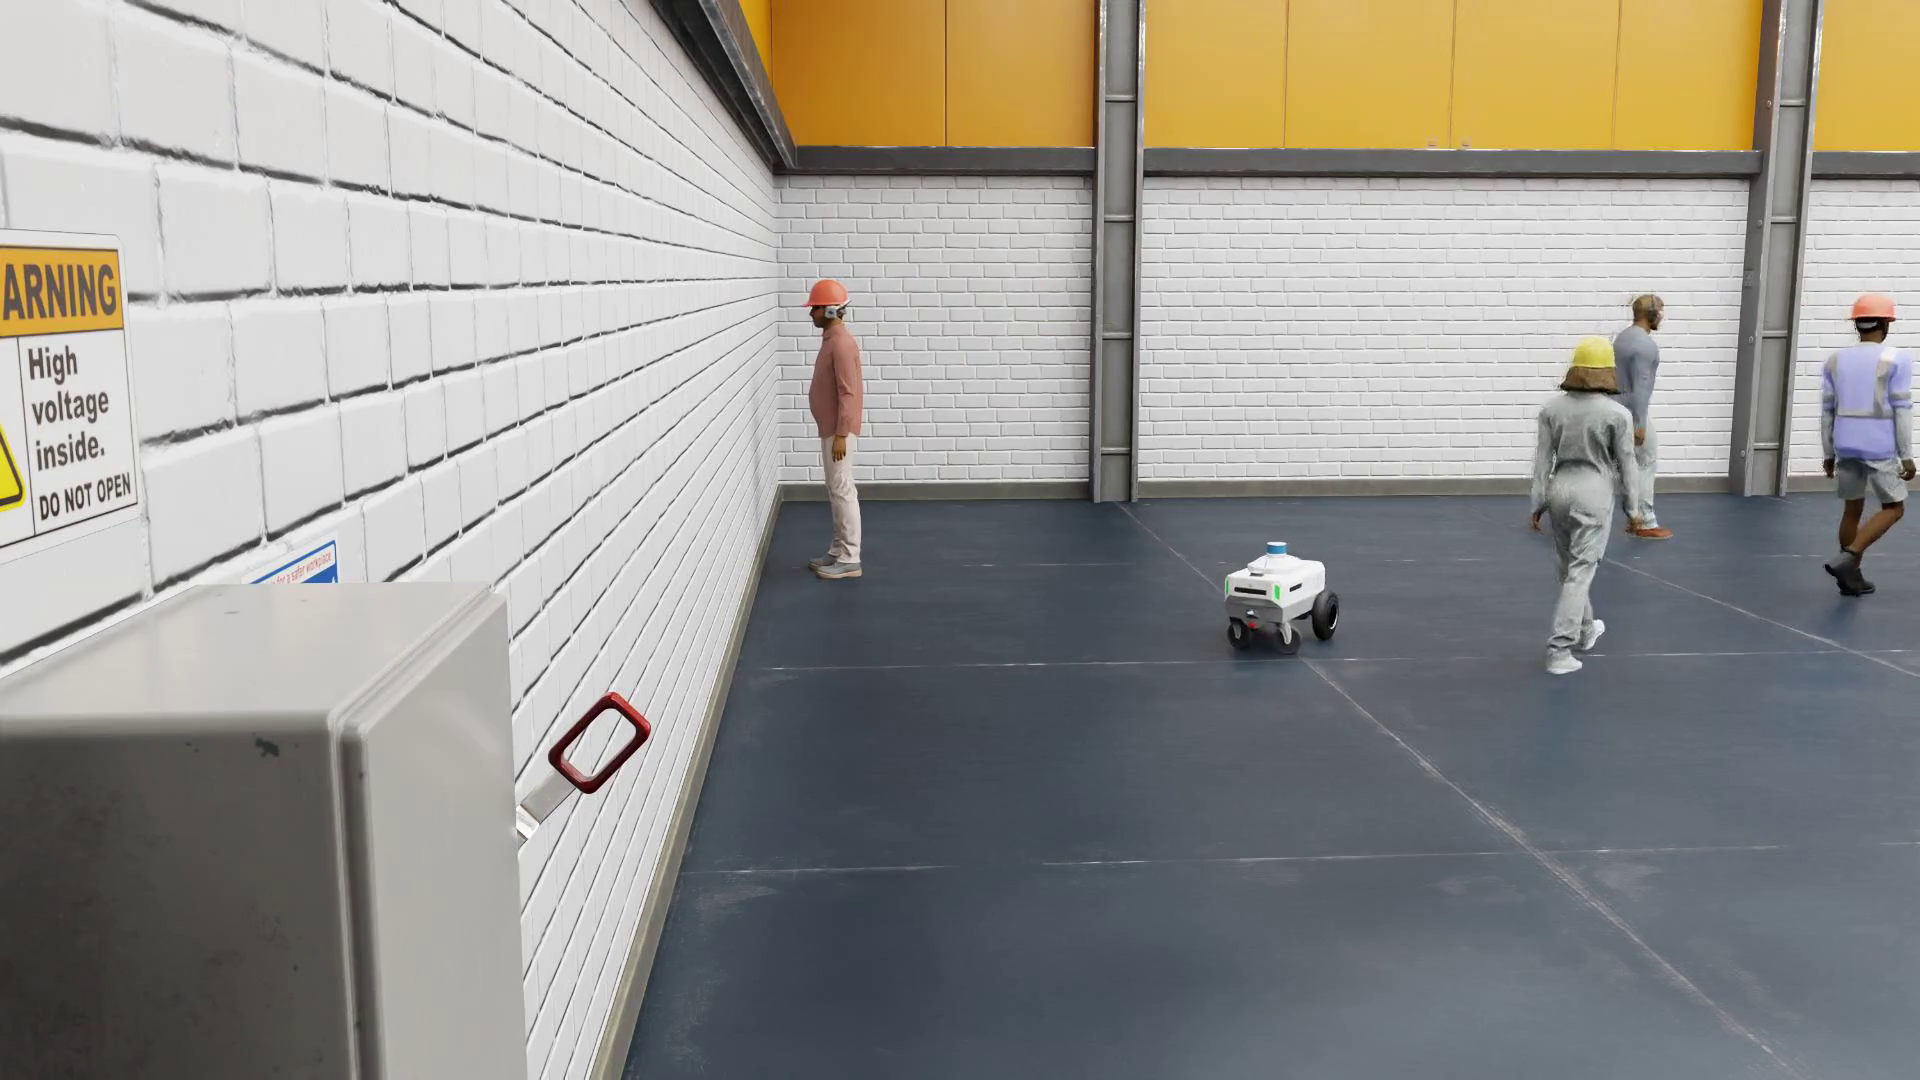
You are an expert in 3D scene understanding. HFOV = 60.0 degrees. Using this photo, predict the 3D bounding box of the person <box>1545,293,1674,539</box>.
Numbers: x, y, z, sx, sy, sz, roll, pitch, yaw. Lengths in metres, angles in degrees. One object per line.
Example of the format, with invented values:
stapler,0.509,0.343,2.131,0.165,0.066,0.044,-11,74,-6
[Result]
person,5.035,-0.943,12.751,0.855,1.904,0.664,1,9,3

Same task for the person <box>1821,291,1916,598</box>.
person,5.603,-0.571,10.304,0.625,1.922,0.599,-5,10,-28

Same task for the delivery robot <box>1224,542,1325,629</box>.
delivery robot,1.729,0.254,9.120,0.477,0.478,0.707,6,11,33

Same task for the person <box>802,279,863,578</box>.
person,-0.851,-0.743,11.168,0.396,1.992,0.622,-2,9,-12

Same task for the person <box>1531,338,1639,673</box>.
person,3.276,-0.191,8.646,0.872,1.695,0.497,-8,12,-41
